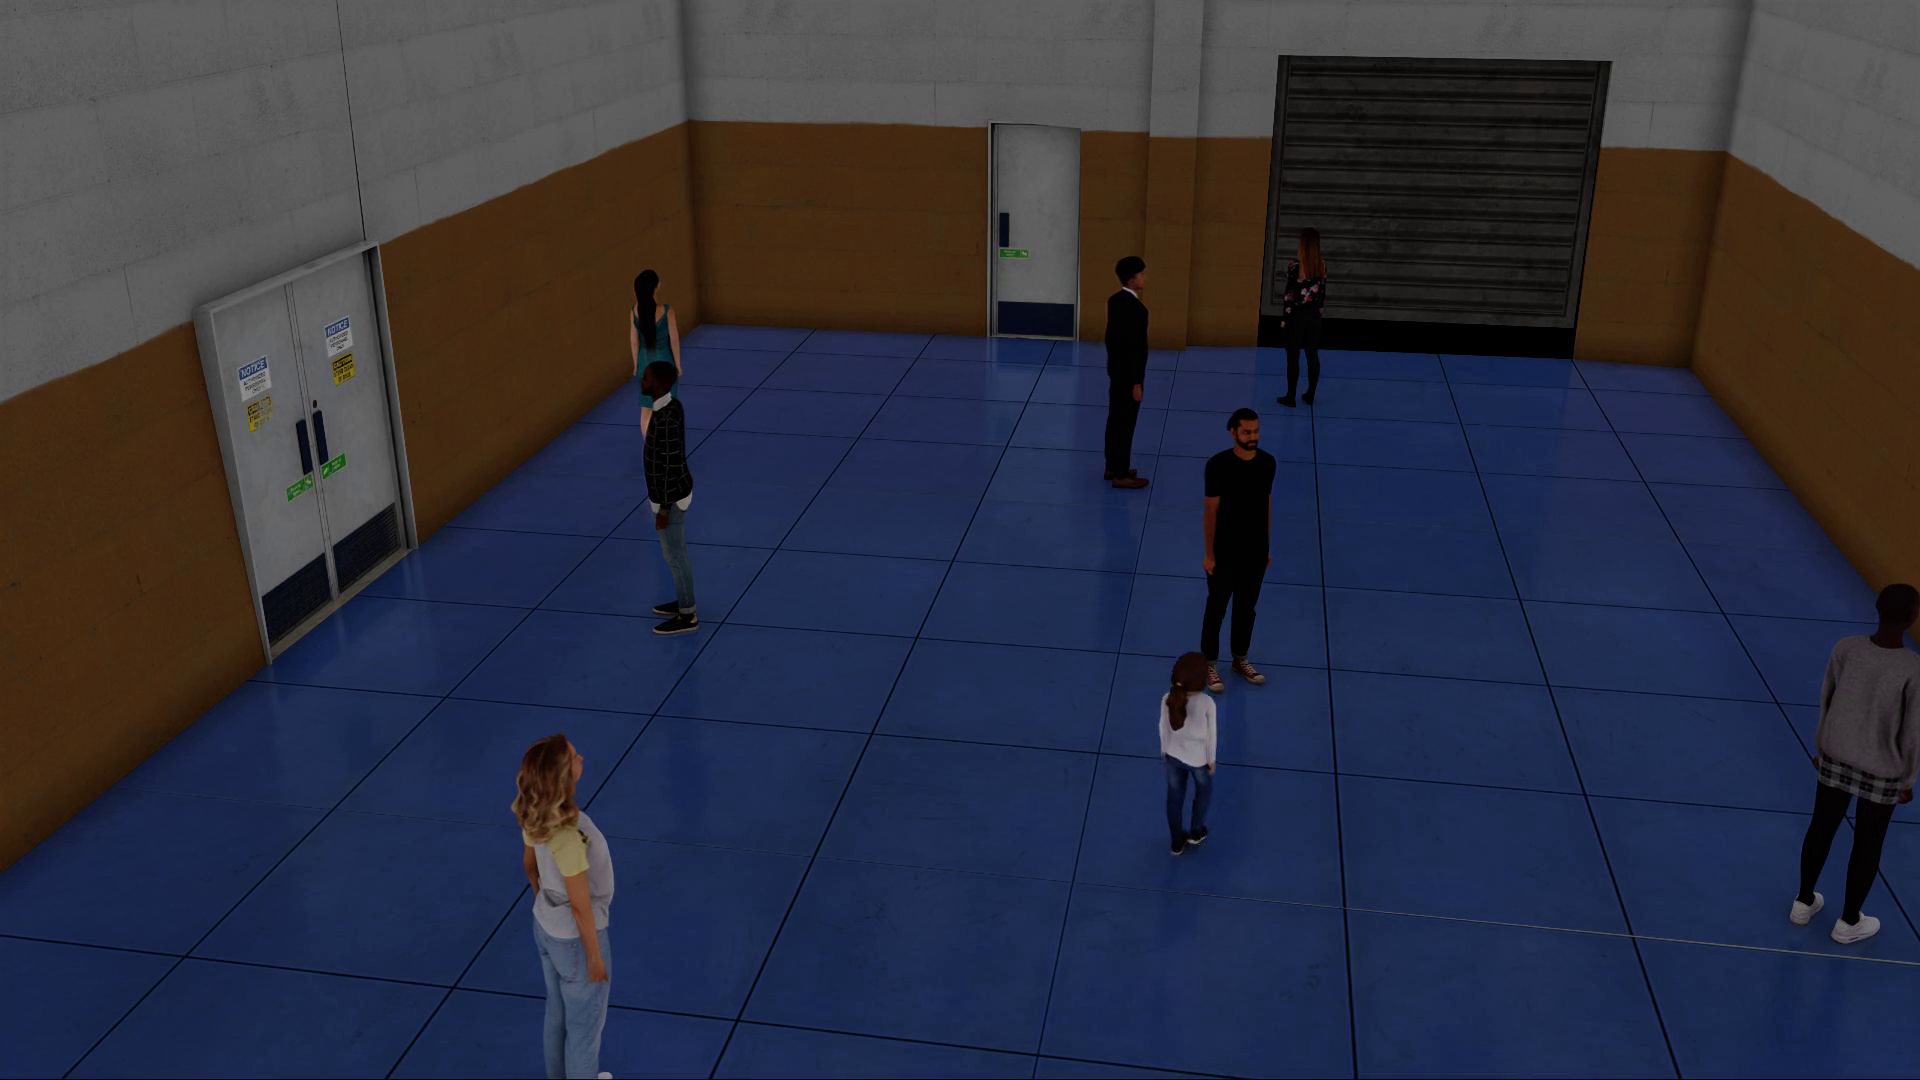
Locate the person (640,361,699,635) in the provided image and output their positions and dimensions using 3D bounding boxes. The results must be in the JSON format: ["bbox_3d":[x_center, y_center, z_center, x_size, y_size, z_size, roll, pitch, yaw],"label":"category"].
[{"bbox_3d":[-1.878,-0.291,10.834,0.669,1.821,0.722,-3,22,-7],"label":"person"}]

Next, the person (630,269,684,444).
[{"bbox_3d":[-2.529,-1.419,13.821,0.446,1.686,0.641,1,22,3],"label":"person"}]

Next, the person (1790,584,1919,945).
[{"bbox_3d":[4.146,1.015,7.650,0.750,1.771,0.679,-16,27,-35],"label":"person"}]

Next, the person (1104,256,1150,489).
[{"bbox_3d":[1.322,-1.359,13.409,0.708,1.883,0.768,-5,22,-11],"label":"person"}]

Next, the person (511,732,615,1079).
[{"bbox_3d":[-1.511,1.527,6.422,0.767,1.723,0.694,-16,27,-35],"label":"person"}]

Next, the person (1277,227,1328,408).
[{"bbox_3d":[3.196,-2.071,15.452,0.598,1.682,0.709,-7,23,-18],"label":"person"}]

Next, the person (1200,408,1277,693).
[{"bbox_3d":[1.677,0.044,10.084,0.695,1.759,0.788,-9,24,-22],"label":"person"}]

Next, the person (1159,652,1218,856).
[{"bbox_3d":[1.133,1.088,8.362,0.492,1.105,0.566,8,23,20],"label":"person"}]
